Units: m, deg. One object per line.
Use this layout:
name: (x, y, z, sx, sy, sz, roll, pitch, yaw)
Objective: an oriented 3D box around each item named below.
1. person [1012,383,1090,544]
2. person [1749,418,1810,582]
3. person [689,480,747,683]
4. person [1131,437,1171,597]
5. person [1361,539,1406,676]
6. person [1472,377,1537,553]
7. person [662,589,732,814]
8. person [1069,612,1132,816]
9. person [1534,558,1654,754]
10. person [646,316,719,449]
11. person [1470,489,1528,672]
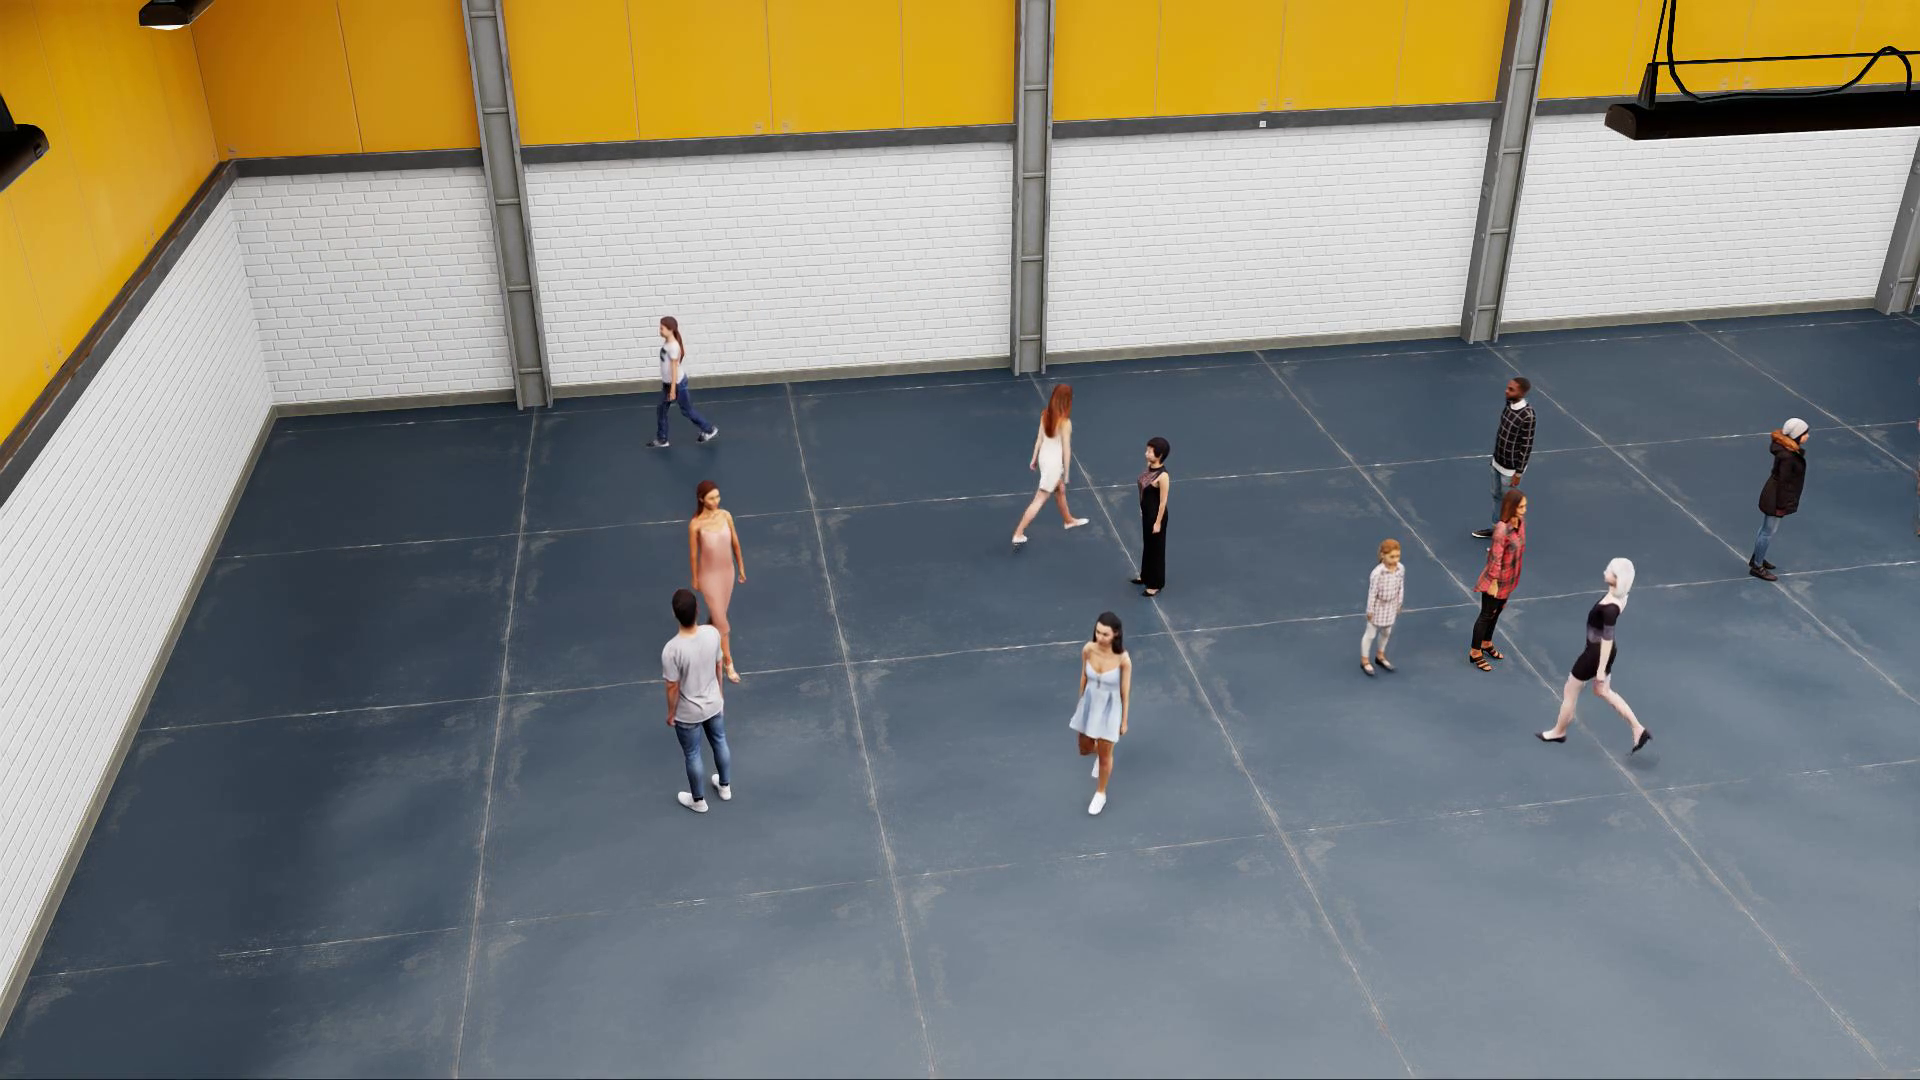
person: (0.825, -0.708, 16.422, 1.260, 1.657, 0.906, -19, 34, -31)
person: (7.830, -0.416, 15.912, 0.779, 1.634, 0.741, 12, 31, 21)
person: (-2.156, 0.281, 14.452, 0.999, 1.808, 0.952, -21, 35, -34)
person: (1.828, -0.234, 15.609, 0.533, 1.604, 0.593, -8, 30, -14)
person: (3.672, 0.555, 14.472, 0.502, 1.308, 0.632, -12, 31, -21)
person: (5.413, -0.760, 16.348, 0.517, 1.819, 0.664, -5, 29, -9)
person: (-1.995, 1.222, 12.647, 0.700, 1.886, 0.821, -22, 36, -35)
person: (1.131, 1.271, 12.731, 0.847, 1.718, 0.879, 12, 31, 21)
person: (5.173, 0.962, 13.212, 1.155, 1.800, 1.055, 16, 32, 27)
person: (-3.092, -1.740, 18.450, 1.085, 1.529, 0.698, -11, 31, -20)
person: (4.705, 0.324, 14.484, 0.765, 1.702, 0.685, 23, 36, 35)
